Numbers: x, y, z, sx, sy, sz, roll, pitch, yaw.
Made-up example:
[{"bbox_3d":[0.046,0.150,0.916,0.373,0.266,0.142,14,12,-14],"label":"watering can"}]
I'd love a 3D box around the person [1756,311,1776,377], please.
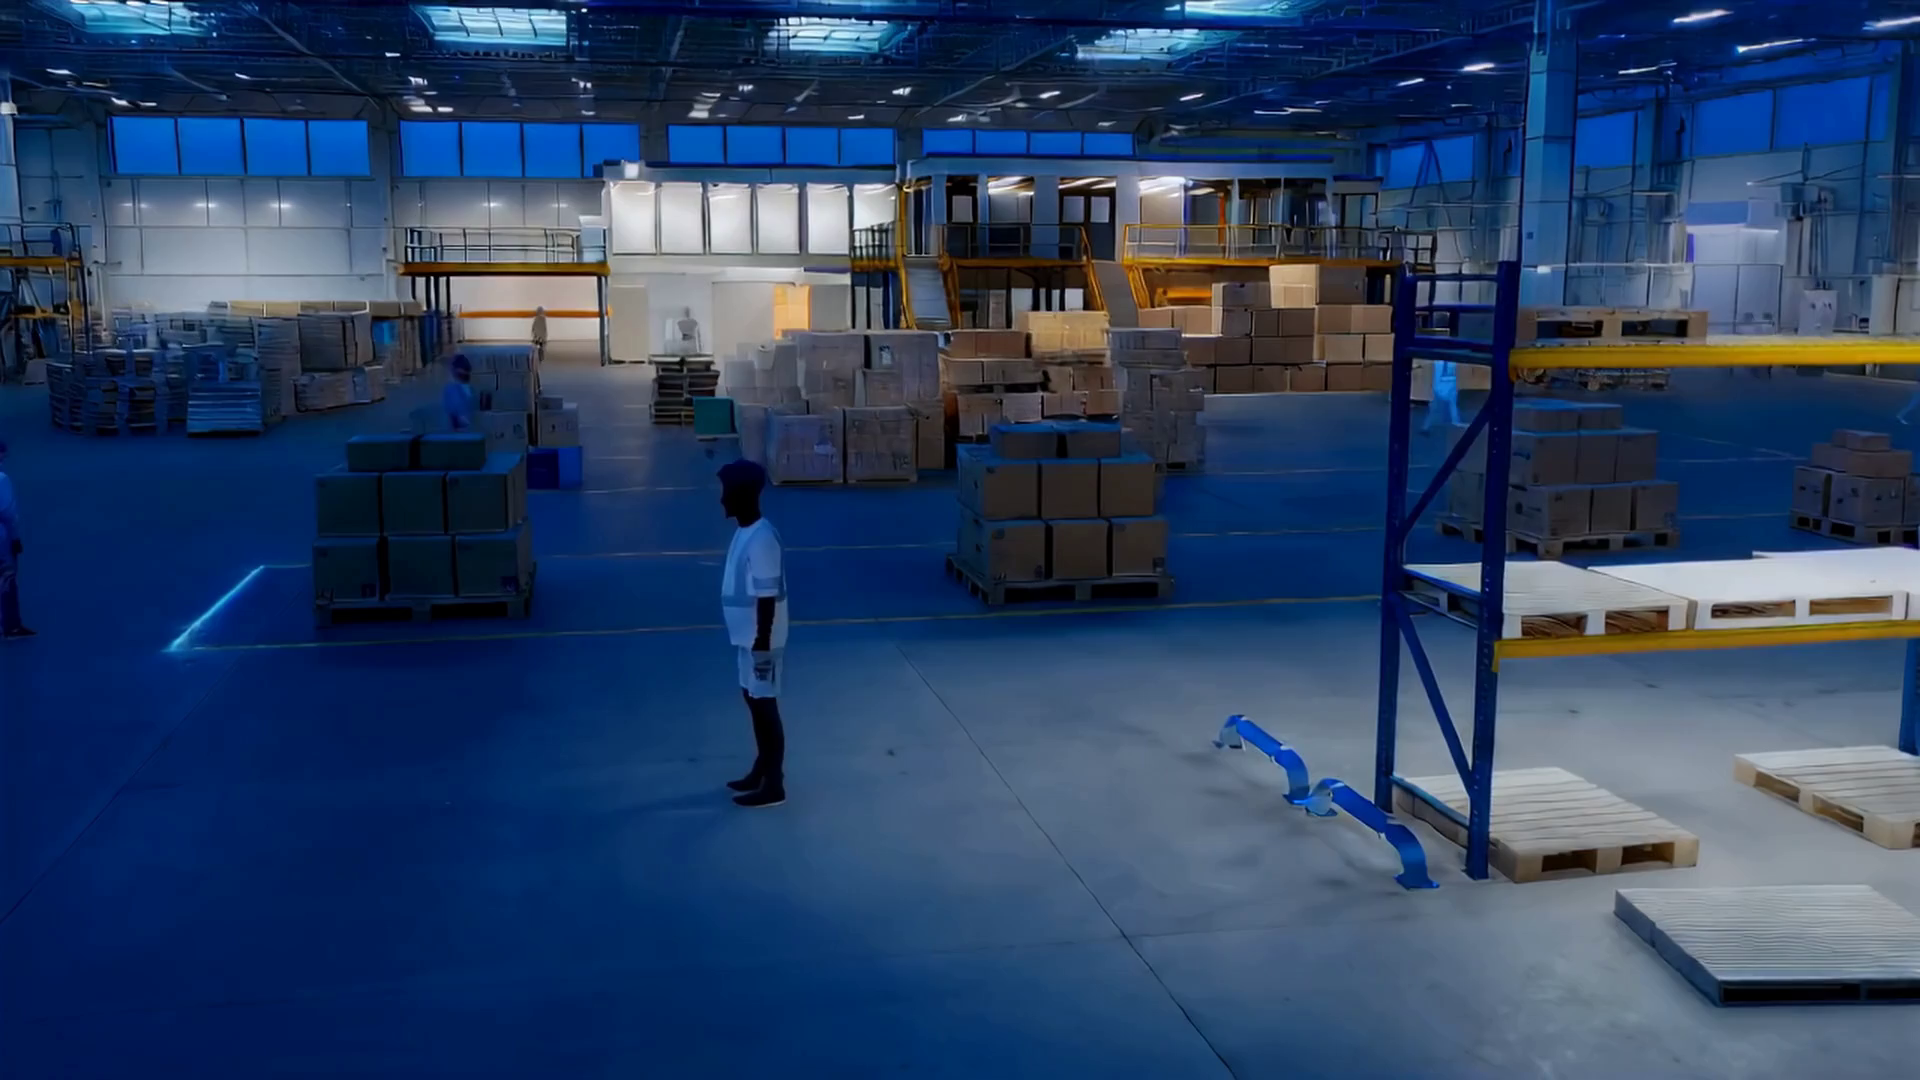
[{"bbox_3d":[21.700,-5.239,44.780,0.633,1.820,0.582,-2,10,-14],"label":"person"}]

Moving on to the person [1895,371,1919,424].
[{"bbox_3d":[18.012,-2.992,31.063,0.570,1.837,0.757,-6,11,-30],"label":"person"}]

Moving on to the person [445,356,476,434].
[{"bbox_3d":[-6.187,-1.360,20.914,0.987,1.883,0.574,2,10,11],"label":"person"}]

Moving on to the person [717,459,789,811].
[{"bbox_3d":[-1.143,0.522,9.258,0.371,1.960,0.608,-3,10,-18],"label":"person"}]

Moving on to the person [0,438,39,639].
[{"bbox_3d":[-7.789,-0.016,13.488,0.514,1.643,0.307,6,11,33],"label":"person"}]

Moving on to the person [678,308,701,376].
[{"bbox_3d":[-7.383,-5.361,45.367,0.600,1.940,0.539,-2,10,-14],"label":"person"}]

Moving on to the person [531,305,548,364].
[{"bbox_3d":[-13.068,-6.380,51.704,0.534,1.834,0.586,-3,10,-16],"label":"person"}]

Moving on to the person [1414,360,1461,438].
[{"bbox_3d":[8.434,-2.666,29.064,0.643,1.825,0.966,-6,11,-34],"label":"person"}]

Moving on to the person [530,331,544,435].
[{"bbox_3d":[-7.590,-2.821,29.914,0.329,1.865,0.509,-5,10,-27],"label":"person"}]

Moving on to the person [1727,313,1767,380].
[{"bbox_3d":[20.896,-5.115,44.113,0.950,1.802,0.631,6,11,31],"label":"person"}]
